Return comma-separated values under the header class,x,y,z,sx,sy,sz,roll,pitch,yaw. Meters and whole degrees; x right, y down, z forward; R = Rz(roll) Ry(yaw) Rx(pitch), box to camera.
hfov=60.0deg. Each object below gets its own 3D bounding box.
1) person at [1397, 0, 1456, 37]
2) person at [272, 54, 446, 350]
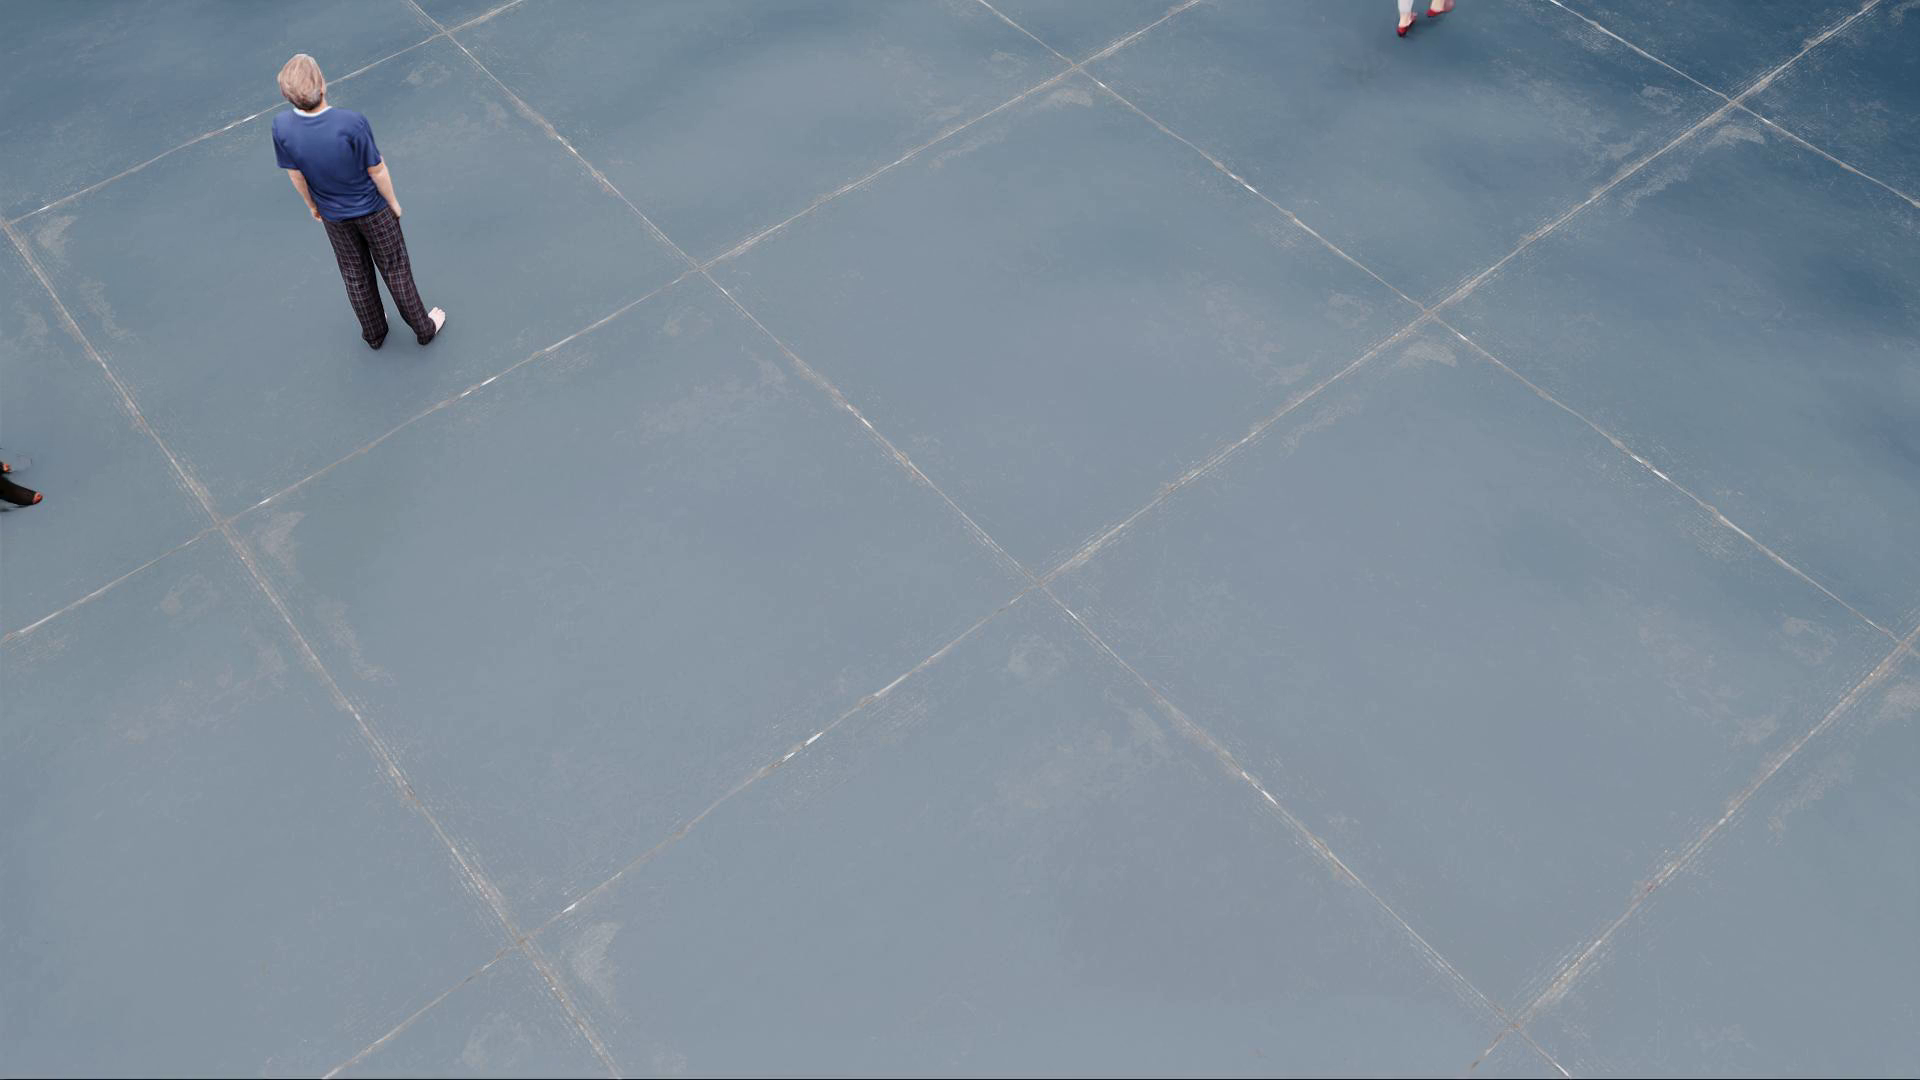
class,x,y,z,sx,sy,sz,roll,pitch,yaw
person,2.998,-3.921,10.570,0.690,1.594,0.784,29,58,21
person,-3.170,-1.738,8.704,0.700,1.872,0.798,-3,52,-2
